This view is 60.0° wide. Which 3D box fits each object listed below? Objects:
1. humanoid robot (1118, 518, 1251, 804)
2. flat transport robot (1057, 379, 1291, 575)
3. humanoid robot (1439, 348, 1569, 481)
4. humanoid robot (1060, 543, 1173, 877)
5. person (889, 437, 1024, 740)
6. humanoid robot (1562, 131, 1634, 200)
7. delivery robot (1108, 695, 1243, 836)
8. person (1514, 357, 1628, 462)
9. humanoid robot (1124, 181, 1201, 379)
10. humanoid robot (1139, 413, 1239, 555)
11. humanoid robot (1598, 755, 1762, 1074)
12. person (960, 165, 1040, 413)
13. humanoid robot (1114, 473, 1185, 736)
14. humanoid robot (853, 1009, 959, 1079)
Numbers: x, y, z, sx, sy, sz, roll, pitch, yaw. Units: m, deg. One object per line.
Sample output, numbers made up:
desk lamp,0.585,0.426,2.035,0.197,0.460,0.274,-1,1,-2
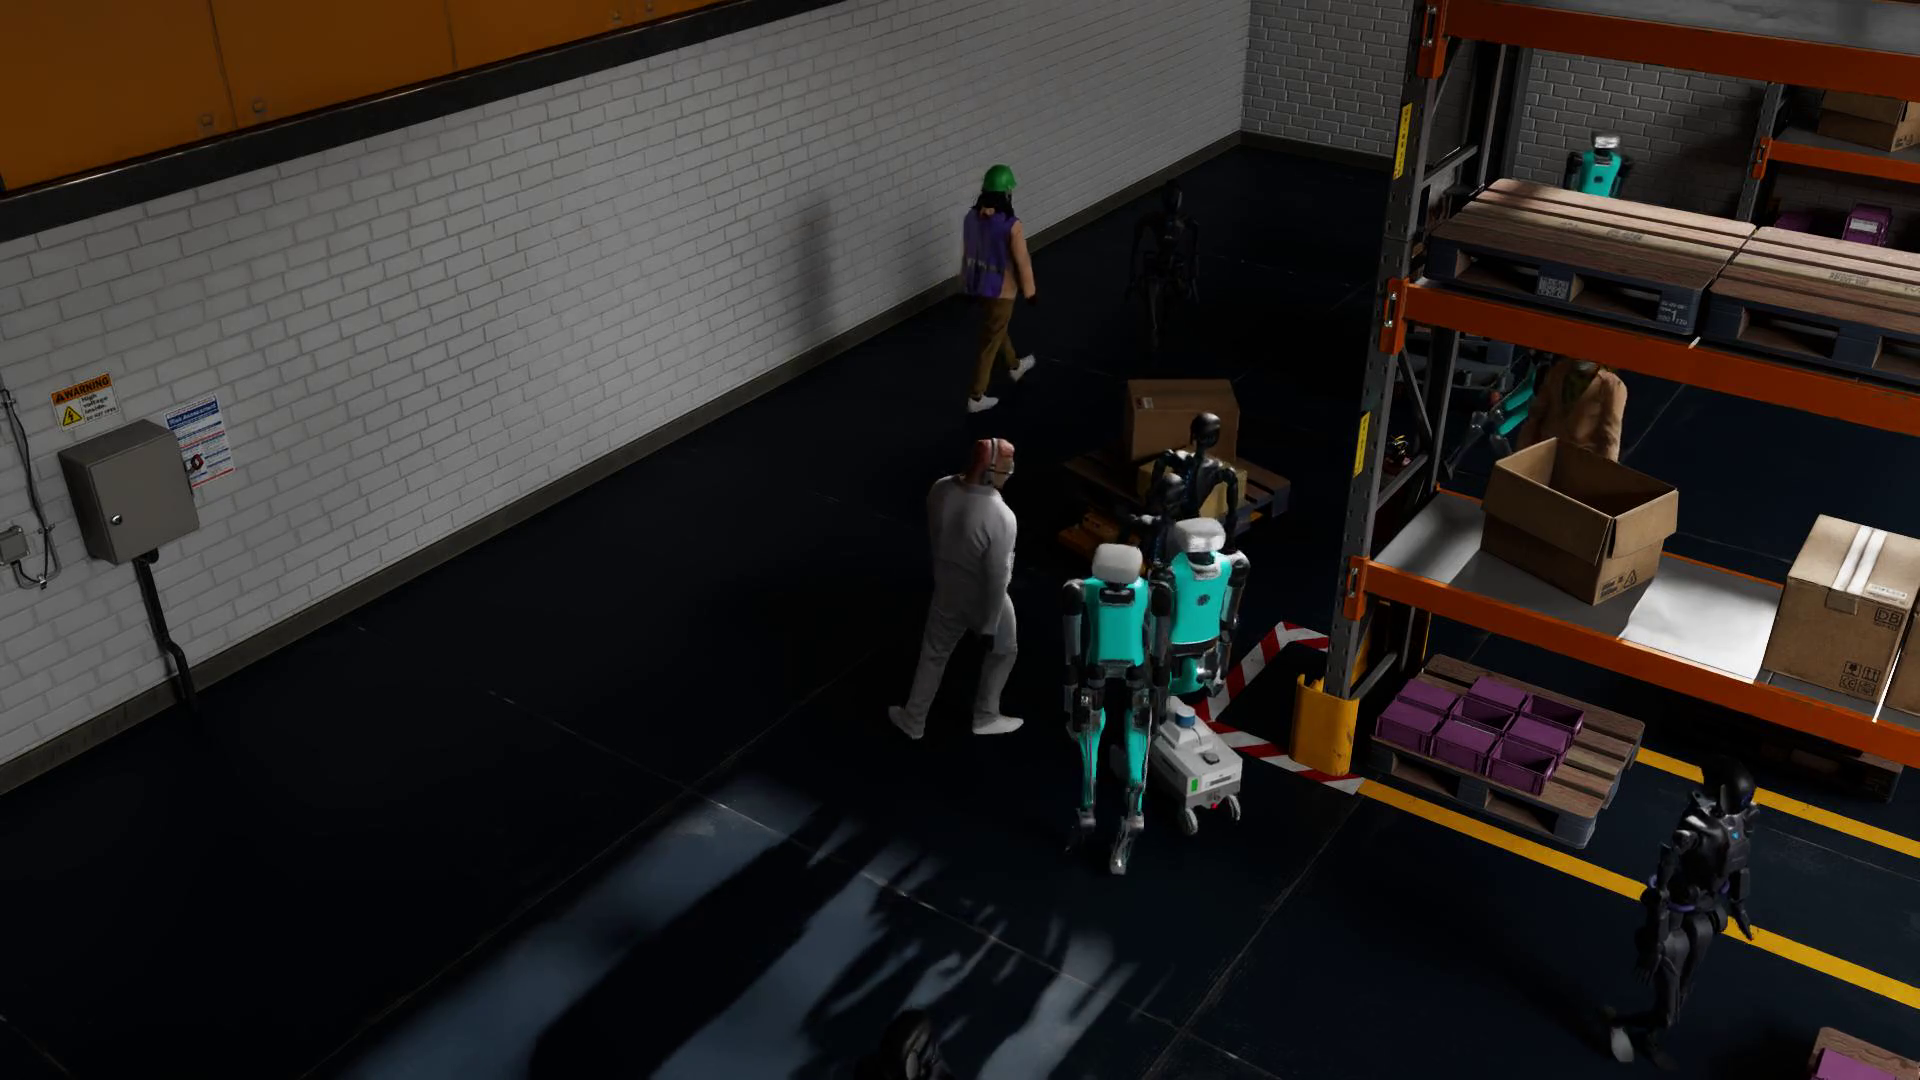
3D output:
humanoid robot,1.066,0.594,8.530,0.542,1.771,0.734,-9,31,-15
flat transport robot,1.404,-0.157,11.313,1.431,0.231,0.659,-23,37,-34
humanoid robot,3.796,-1.128,11.576,0.918,1.804,0.544,4,30,7
humanoid robot,0.733,0.936,7.956,0.531,1.797,0.717,2,30,3
person,-0.021,0.287,8.966,0.781,1.859,0.565,22,37,33
humanoid robot,5.285,-2.708,14.267,0.579,1.773,0.872,5,30,8
delivery robot,1.159,1.136,8.798,0.499,0.610,0.793,-14,33,-23
person,3.651,-0.449,10.231,0.732,1.852,0.577,-18,35,-29
humanoid robot,1.620,-2.109,13.342,0.601,1.629,0.739,0,30,0
humanoid robot,1.278,0.048,9.575,0.593,1.647,0.598,14,33,23
humanoid robot,3.037,1.564,6.921,0.596,1.648,0.359,-16,33,-25
person,0.352,-1.969,12.839,0.981,1.886,0.541,-25,38,-36
humanoid robot,1.049,0.390,8.950,0.603,1.657,0.315,12,32,20
humanoid robot,-0.072,2.221,5.782,0.611,1.637,0.406,14,33,23
